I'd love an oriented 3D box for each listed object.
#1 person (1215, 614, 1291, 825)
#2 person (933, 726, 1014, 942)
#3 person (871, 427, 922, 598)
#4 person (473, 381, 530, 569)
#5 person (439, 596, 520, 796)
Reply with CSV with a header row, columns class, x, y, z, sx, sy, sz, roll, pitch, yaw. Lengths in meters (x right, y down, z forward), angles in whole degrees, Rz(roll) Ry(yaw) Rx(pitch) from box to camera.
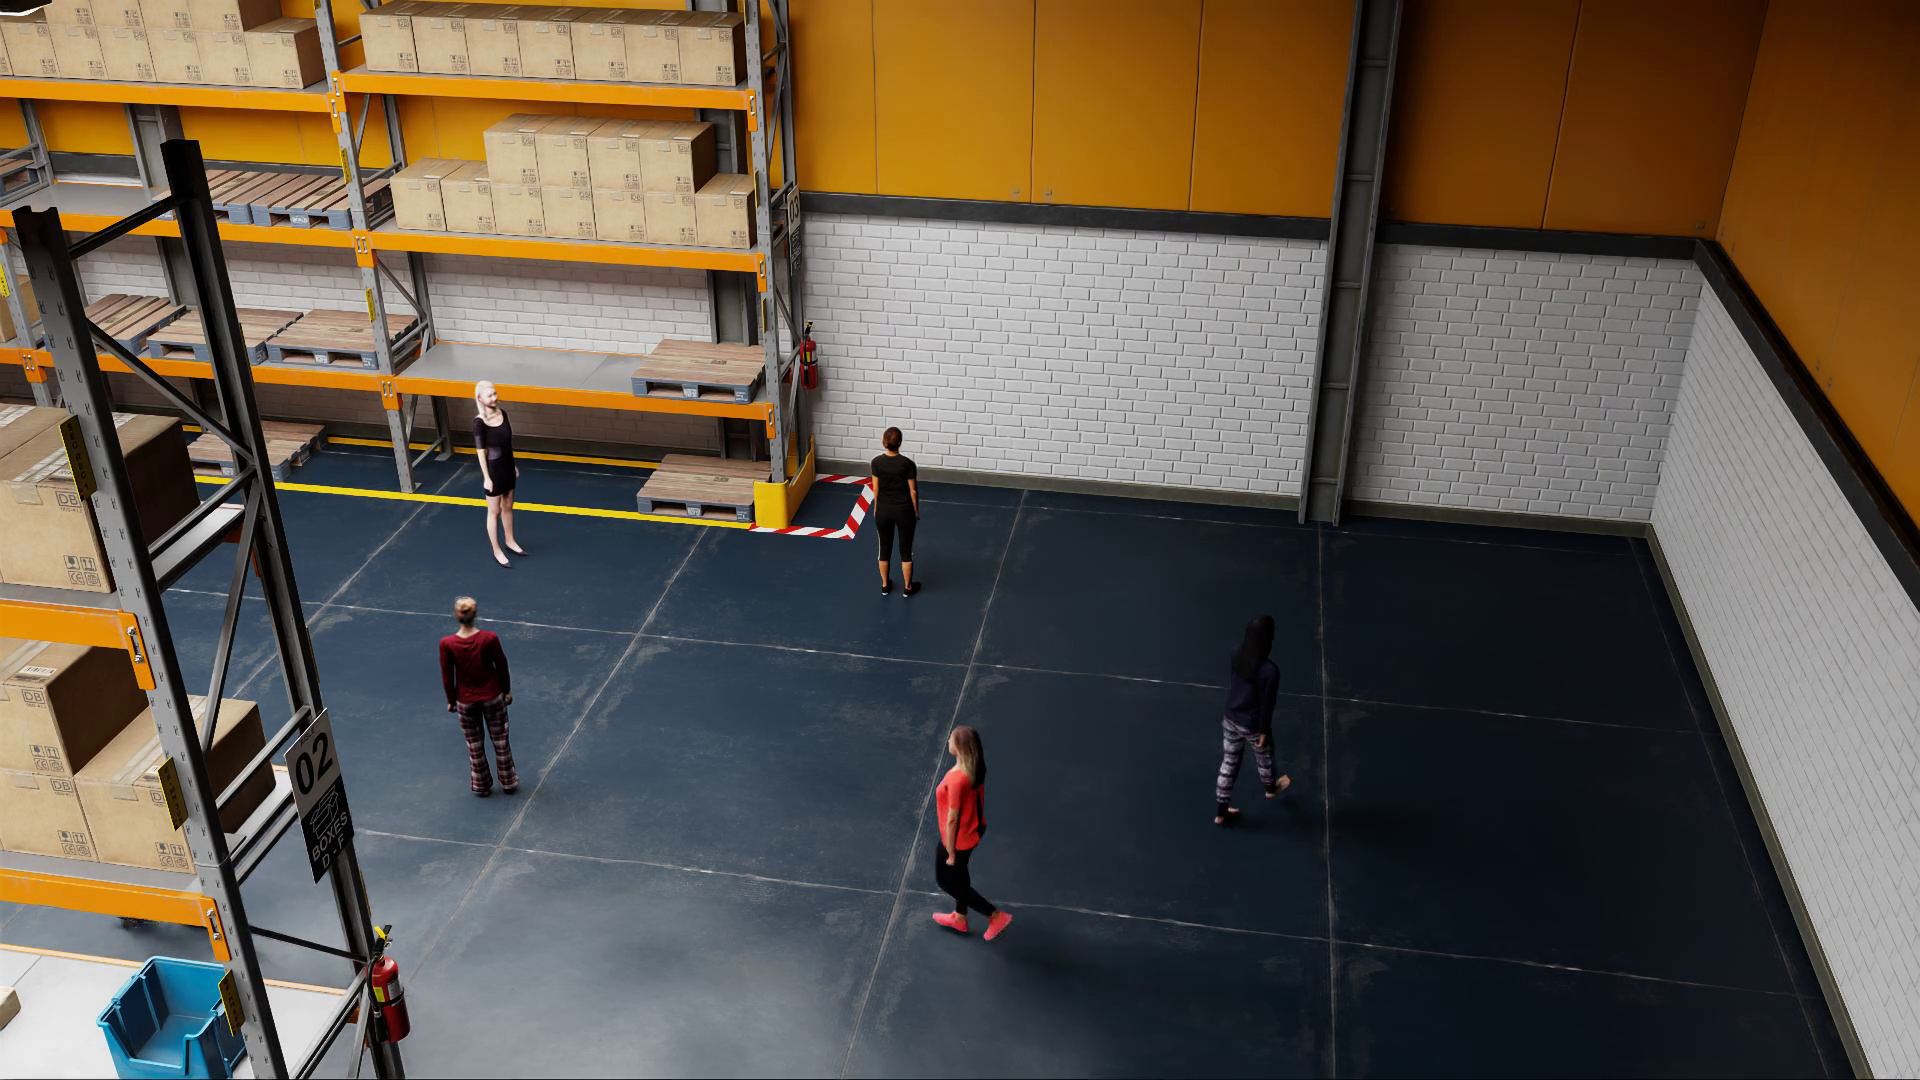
class,x,y,z,sx,sy,sz,roll,pitch,yaw
person,2.038,1.335,12.108,1.009,1.703,0.998,25,37,38
person,0.090,1.974,10.962,0.879,1.678,0.695,11,30,19
person,-0.585,-0.262,15.072,0.471,1.669,0.645,6,29,12
person,-4.333,-0.635,15.589,0.584,1.829,0.632,13,31,23
person,-3.601,1.156,12.441,0.604,1.700,0.754,-8,30,-14
